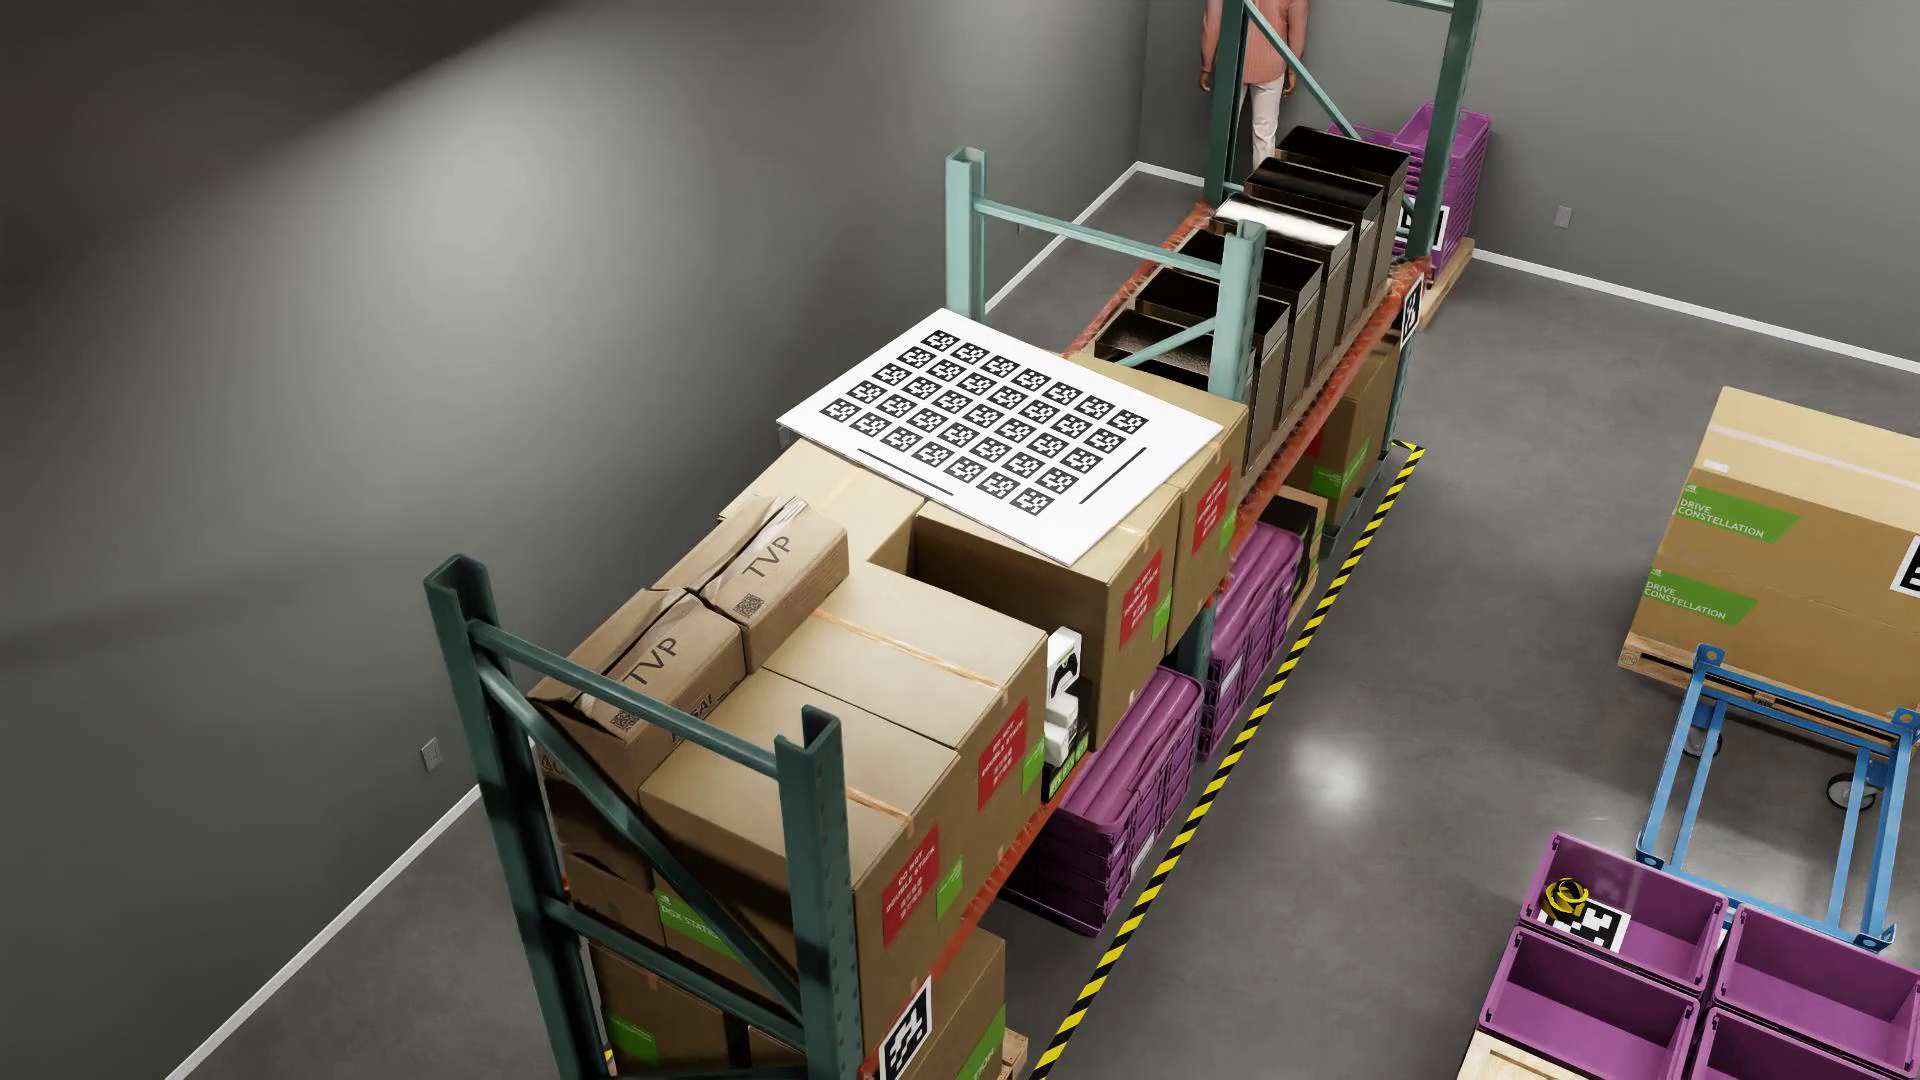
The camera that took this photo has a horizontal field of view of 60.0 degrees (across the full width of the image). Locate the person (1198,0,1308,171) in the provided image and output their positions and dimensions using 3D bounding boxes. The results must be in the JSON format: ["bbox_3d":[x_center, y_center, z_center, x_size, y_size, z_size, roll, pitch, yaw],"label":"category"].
[{"bbox_3d":[1.730,-2.834,9.930,0.611,1.996,0.378,4,40,5],"label":"person"}]
